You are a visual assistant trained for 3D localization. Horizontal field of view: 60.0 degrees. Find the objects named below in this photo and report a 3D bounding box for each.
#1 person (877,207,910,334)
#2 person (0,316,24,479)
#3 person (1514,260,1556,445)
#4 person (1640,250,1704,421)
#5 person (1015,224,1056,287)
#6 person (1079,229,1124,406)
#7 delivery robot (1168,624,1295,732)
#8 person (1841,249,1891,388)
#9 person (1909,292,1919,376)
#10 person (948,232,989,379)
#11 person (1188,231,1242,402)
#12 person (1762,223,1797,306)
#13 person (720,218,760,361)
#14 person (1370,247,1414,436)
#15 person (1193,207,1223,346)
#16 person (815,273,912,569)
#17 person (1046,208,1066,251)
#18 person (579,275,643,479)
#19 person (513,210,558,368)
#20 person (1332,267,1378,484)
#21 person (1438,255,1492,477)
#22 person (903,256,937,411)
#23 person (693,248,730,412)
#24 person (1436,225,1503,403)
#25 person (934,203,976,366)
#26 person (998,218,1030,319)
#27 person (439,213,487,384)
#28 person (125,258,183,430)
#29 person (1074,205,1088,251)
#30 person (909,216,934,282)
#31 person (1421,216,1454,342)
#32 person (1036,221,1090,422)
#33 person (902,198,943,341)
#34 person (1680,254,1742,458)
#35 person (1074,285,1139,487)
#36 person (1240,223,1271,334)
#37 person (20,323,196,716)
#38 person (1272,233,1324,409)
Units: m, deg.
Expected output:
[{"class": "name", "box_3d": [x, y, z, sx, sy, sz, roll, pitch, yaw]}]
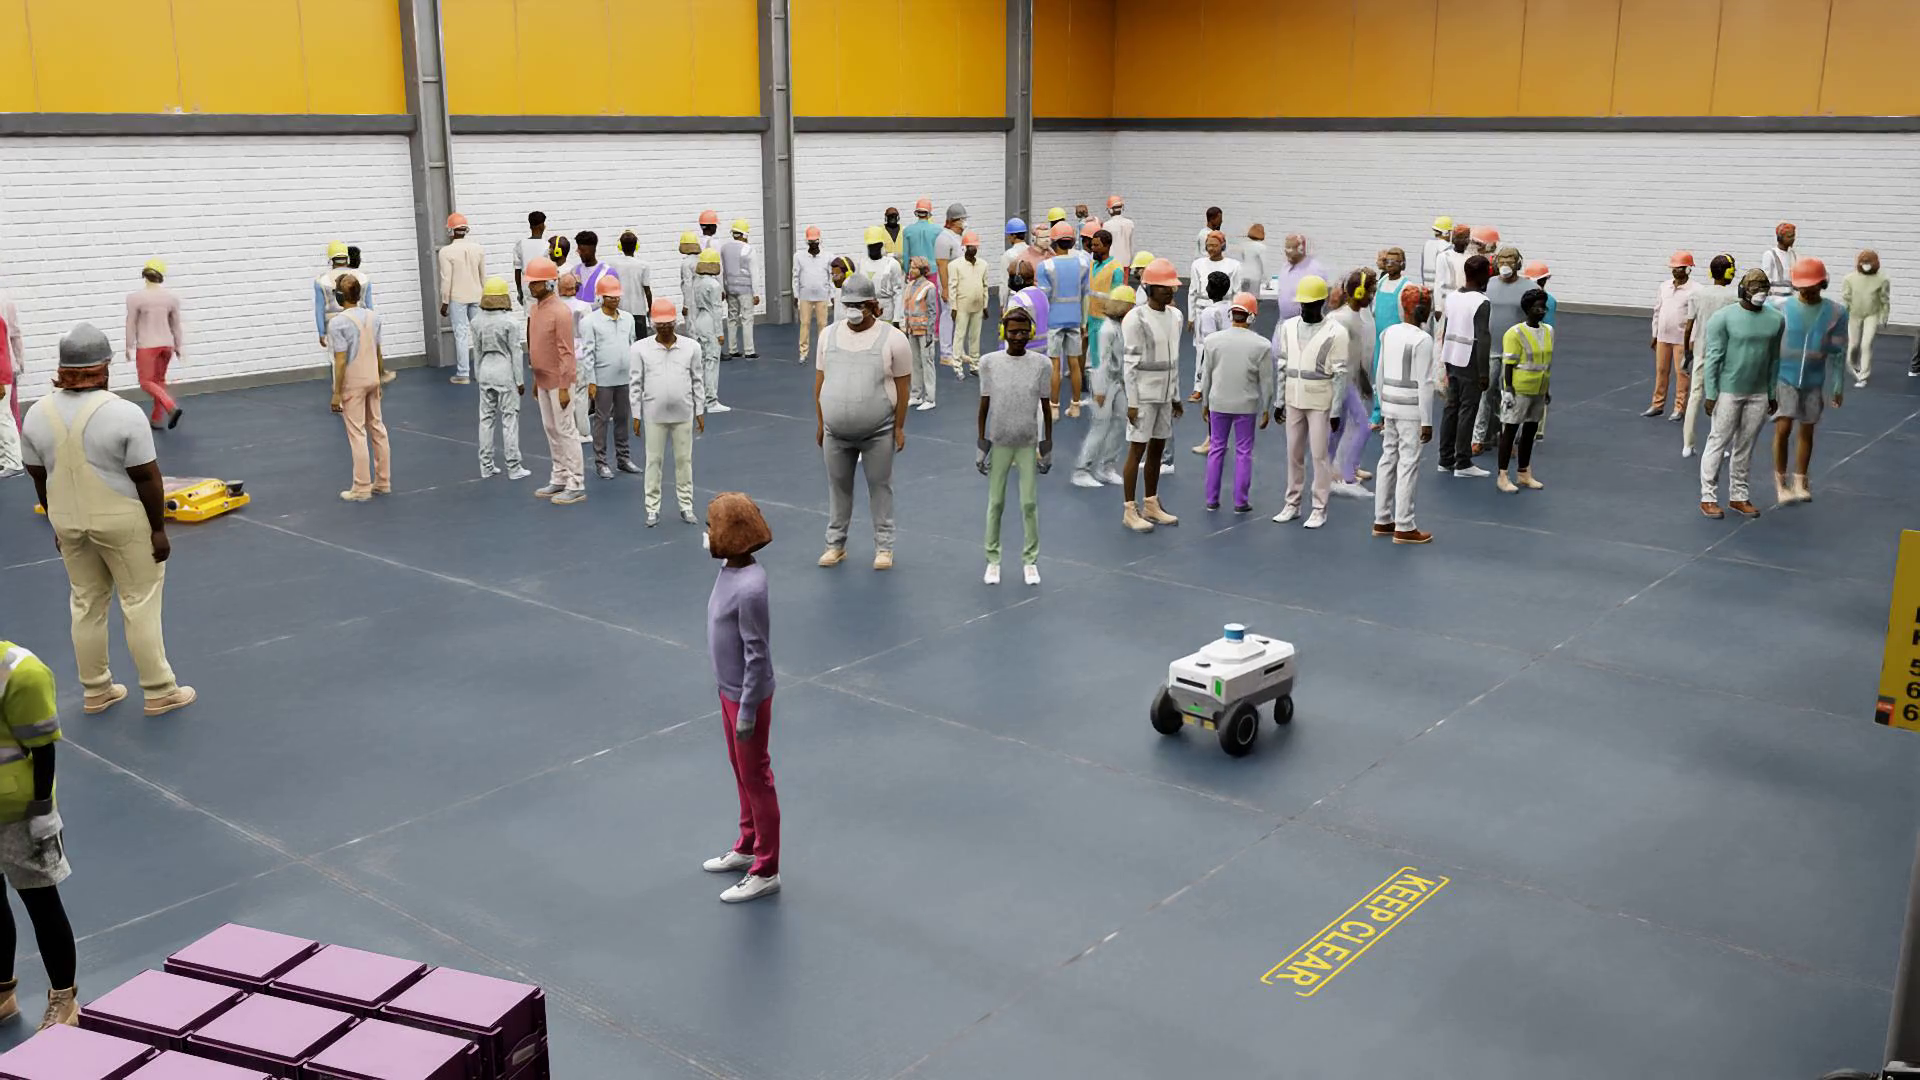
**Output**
[{"class": "person", "box_3d": [-0.982, -3.926, 24.265, 0.636, 1.842, 0.429, -4, 14, -14]}, {"class": "person", "box_3d": [-8.413, -1.404, 14.397, 0.575, 1.740, 0.354, 12, 18, 40]}, {"class": "person", "box_3d": [5.451, -1.786, 15.893, 0.342, 1.749, 0.573, 11, 18, 38]}, {"class": "person", "box_3d": [7.383, -2.111, 17.190, 0.326, 1.752, 0.560, -9, 16, -31]}, {"class": "person", "box_3d": [0.922, -2.634, 18.973, 0.654, 1.906, 0.407, -12, 18, -40]}, {"class": "person", "box_3d": [1.536, -2.359, 17.849, 0.391, 1.920, 0.593, -8, 16, -28]}, {"class": "delivery robot", "box_3d": [1.369, 0.664, 8.343, 0.477, 0.478, 0.707, 13, 19, 42]}, {"class": "person", "box_3d": [10.610, -2.611, 19.487, 0.518, 1.603, 0.593, 10, 17, 35]}, {"class": "person", "box_3d": [11.766, -2.884, 19.983, 0.404, 1.909, 0.589, -1, 14, -4]}, {"class": "person", "box_3d": [0.114, -2.823, 20.027, 0.562, 1.756, 0.318, -9, 17, -33]}, {"class": "person", "box_3d": [2.776, -2.433, 18.214, 0.584, 1.882, 0.337, 6, 15, 23]}, {"class": "person", "box_3d": [9.655, -2.796, 19.666, 0.587, 1.882, 0.342, -10, 17, -34]}, {"class": "person", "box_3d": [-2.833, -3.236, 21.543, 0.592, 1.825, 0.403, 9, 16, 31]}, {"class": "person", "box_3d": [4.211, -1.941, 16.322, 0.334, 1.846, 0.513, -8, 16, -29]}, {"class": "person", "box_3d": [3.410, -3.635, 22.973, 0.388, 1.911, 0.592, 6, 15, 24]}, {"class": "person", "box_3d": [-0.694, -0.804, 11.387, 0.672, 2.000, 0.536, 3, 14, 13]}, {"class": "person", "box_3d": [1.329, -3.520, 22.488, 0.385, 1.915, 0.594, 4, 14, 14]}, {"class": "person", "box_3d": [-3.005, -1.416, 14.412, 0.330, 1.751, 0.564, 11, 18, 38]}, {"class": "person", "box_3d": [-5.266, -3.132, 20.841, 0.612, 1.964, 0.364, 2, 14, 7]}, {"class": "person", "box_3d": [3.365, -1.393, 14.137, 0.331, 1.844, 0.521, 8, 16, 30]}, {"class": "person", "box_3d": [4.396, -1.508, 14.446, 0.382, 1.918, 0.596, -4, 15, -16]}, {"class": "person", "box_3d": [-0.425, -2.217, 17.846, 0.309, 1.641, 0.512, -9, 17, -33]}, {"class": "person", "box_3d": [-2.656, -2.232, 17.719, 0.328, 1.734, 0.482, -9, 17, -33]}, {"class": "person", "box_3d": [5.442, -2.316, 17.544, 0.516, 1.982, 0.637, -2, 14, -8]}, {"class": "person", "box_3d": [-0.014, -3.250, 21.161, 0.537, 2.000, 0.688, 7, 16, 25]}, {"class": "person", "box_3d": [0.696, -2.815, 19.632, 0.608, 1.939, 0.417, -12, 18, -39]}, {"class": "person", "box_3d": [-5.861, -2.846, 19.638, 0.378, 1.996, 0.611, 12, 18, 39]}, {"class": "person", "box_3d": [-7.964, -1.920, 16.475, 0.647, 1.723, 0.544, 9, 17, 32]}, {"class": "person", "box_3d": [2.161, -5.076, 29.295, 0.312, 1.634, 0.514, 2, 14, 10]}, {"class": "person", "box_3d": [-0.488, -3.794, 23.886, 0.525, 1.772, 0.309, -4, 15, -16]}, {"class": "person", "box_3d": [6.330, -3.346, 21.968, 0.404, 1.833, 0.590, -6, 15, -22]}, {"class": "person", "box_3d": [1.037, -2.237, 17.110, 0.605, 2.044, 0.375, -6, 15, -24]}, {"class": "person", "box_3d": [-0.503, -3.798, 23.445, 0.609, 1.995, 0.376, 1, 14, 5]}, {"class": "person", "box_3d": [6.870, -1.666, 15.188, 0.531, 1.865, 0.310, 11, 18, 38]}, {"class": "person", "box_3d": [1.240, -1.306, 14.094, 0.521, 1.699, 0.516, 4, 15, 15]}, {"class": "person", "box_3d": [4.295, -3.775, 24.109, 0.483, 1.613, 0.516, -8, 16, -29]}, {"class": "person", "box_3d": [-4.370, -0.102, 8.582, 0.682, 2.000, 0.537, 2, 14, 8]}, {"class": "person", "box_3d": [3.567, -2.320, 17.772, 0.496, 1.883, 0.638, -9, 17, -32]}]
